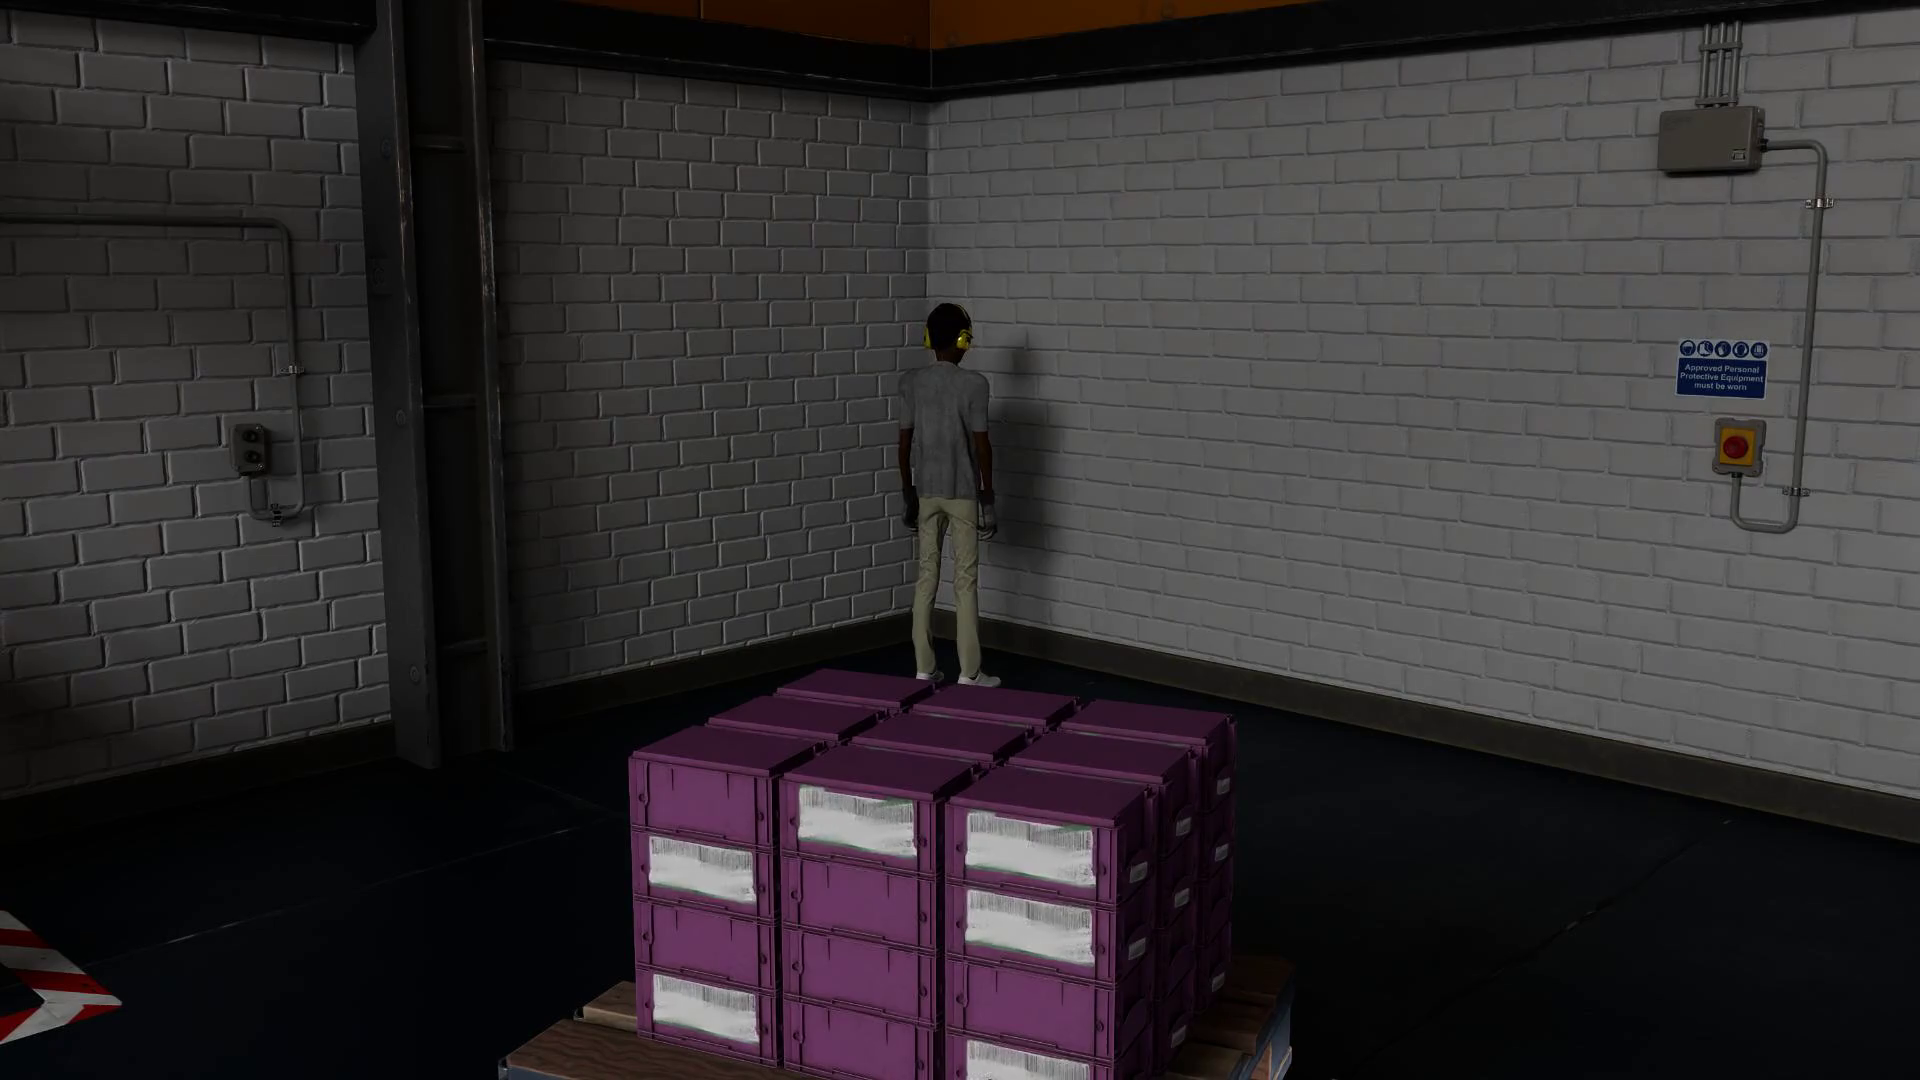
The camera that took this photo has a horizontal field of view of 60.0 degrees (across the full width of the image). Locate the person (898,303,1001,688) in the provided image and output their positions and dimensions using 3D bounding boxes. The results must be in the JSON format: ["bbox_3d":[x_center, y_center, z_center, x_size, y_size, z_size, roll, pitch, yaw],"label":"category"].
[{"bbox_3d":[-0.048,-0.189,7.918,0.510,1.865,0.329,5,10,26],"label":"person"}]
